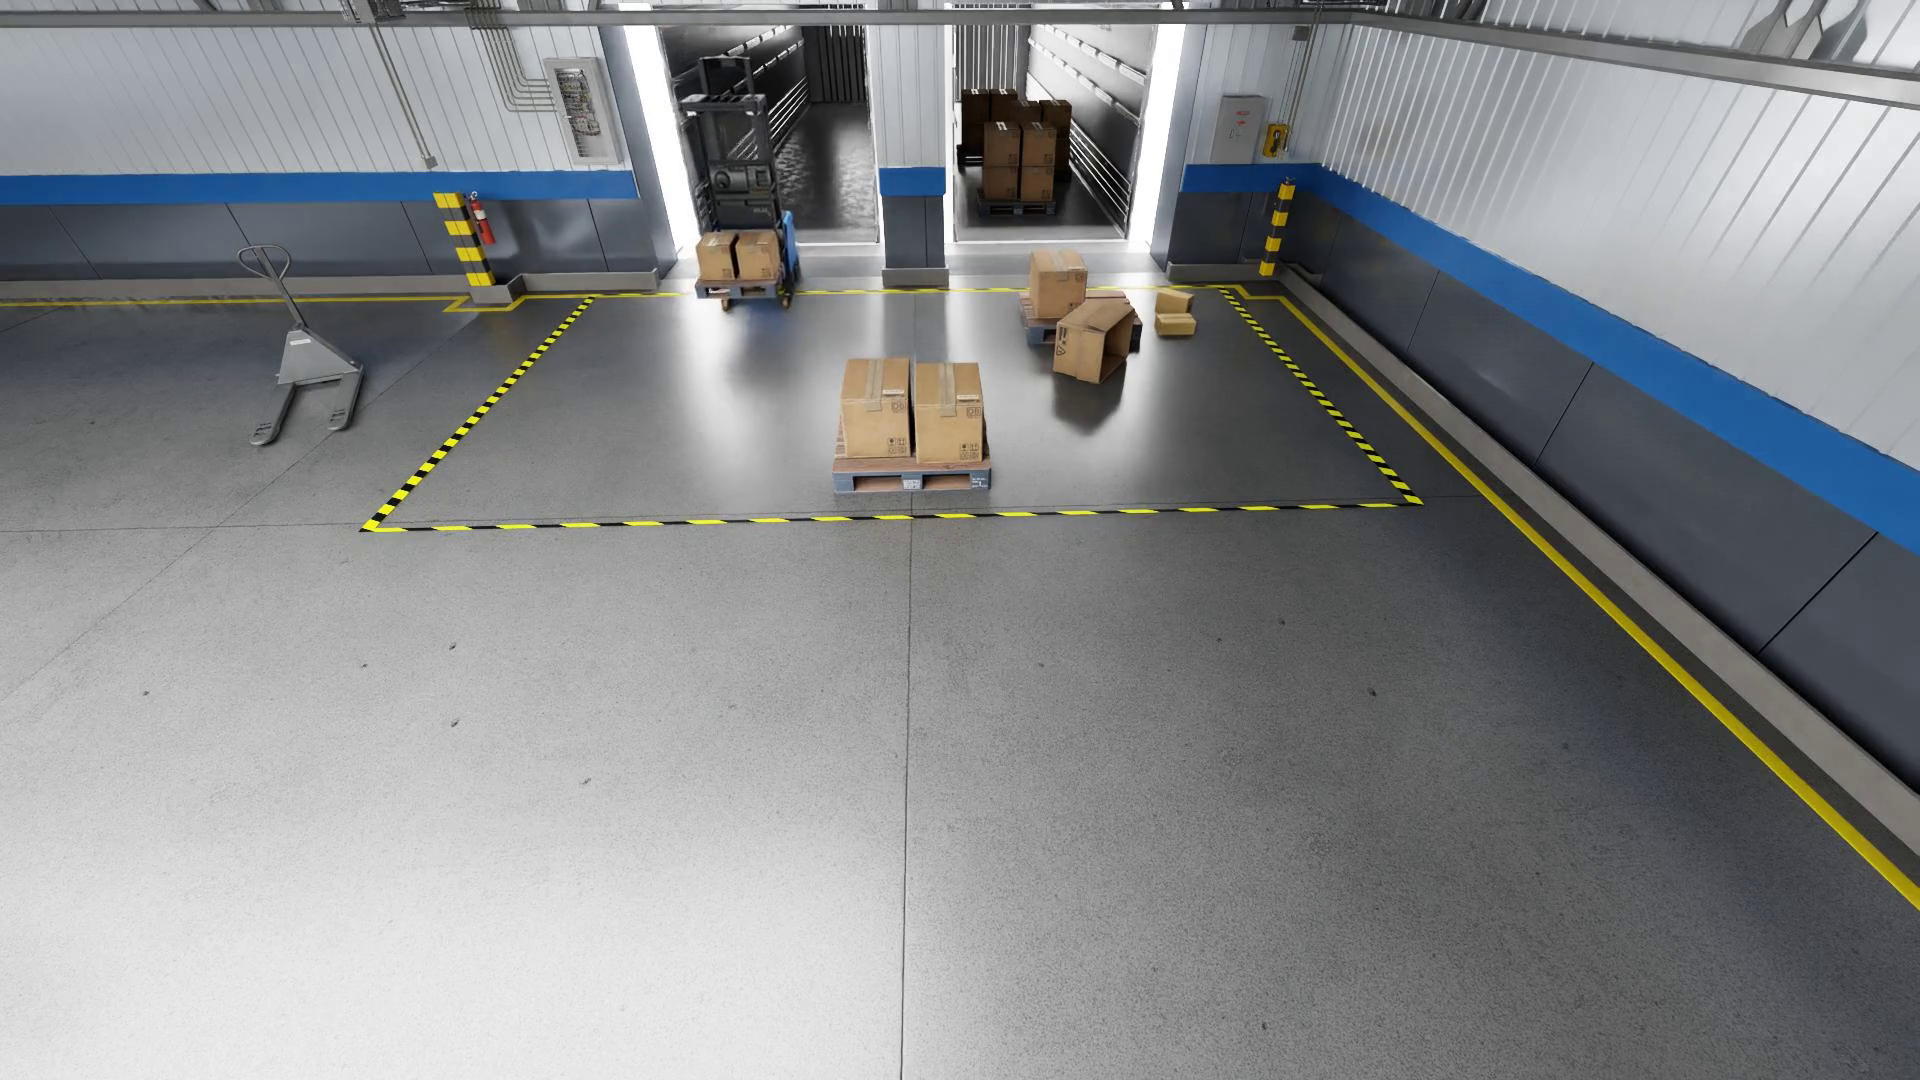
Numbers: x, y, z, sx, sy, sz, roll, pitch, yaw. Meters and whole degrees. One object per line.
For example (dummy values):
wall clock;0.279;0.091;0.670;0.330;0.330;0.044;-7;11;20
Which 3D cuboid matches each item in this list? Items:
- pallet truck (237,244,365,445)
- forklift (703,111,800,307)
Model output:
pallet truck;-5.915;-1.733;6.366;0.680;1.201;1.601;-18;42;-21
forklift;-2.418;-4.007;8.588;0.716;2.013;0.776;-2;39;-2
